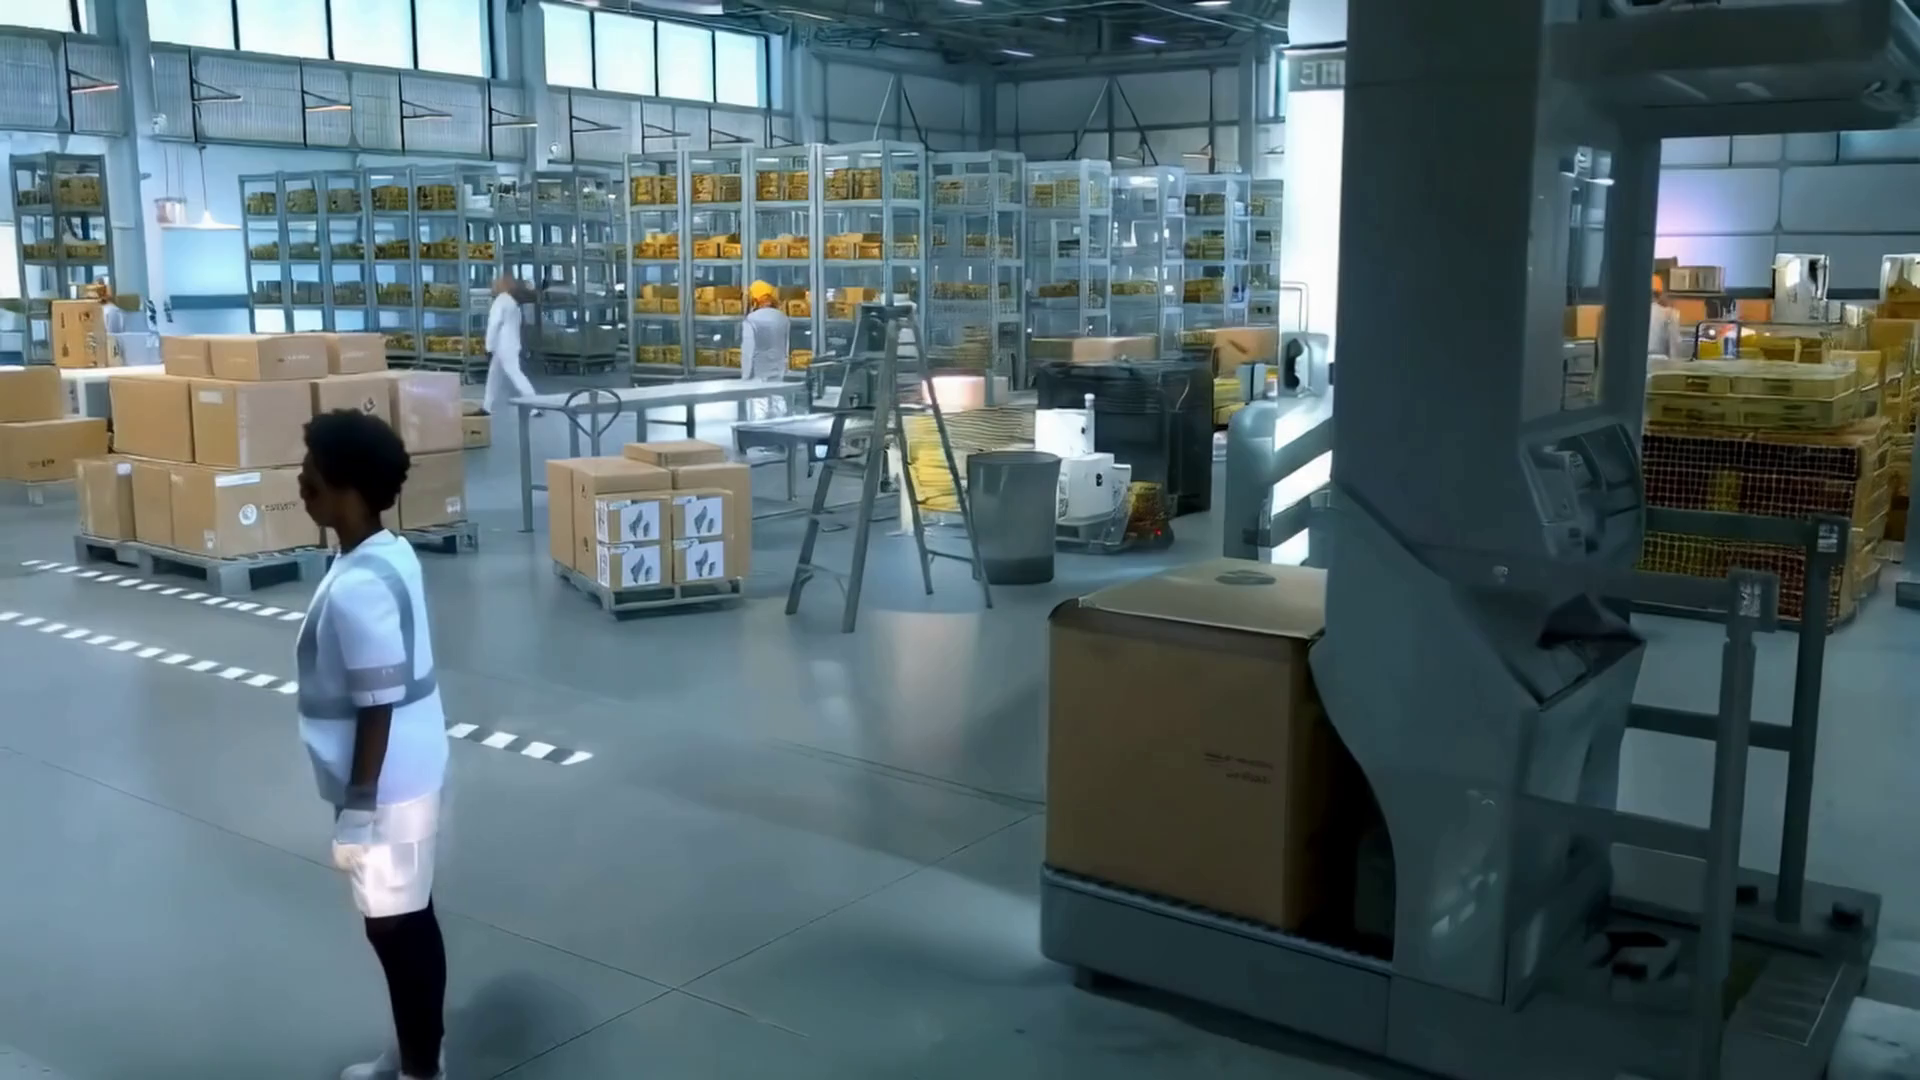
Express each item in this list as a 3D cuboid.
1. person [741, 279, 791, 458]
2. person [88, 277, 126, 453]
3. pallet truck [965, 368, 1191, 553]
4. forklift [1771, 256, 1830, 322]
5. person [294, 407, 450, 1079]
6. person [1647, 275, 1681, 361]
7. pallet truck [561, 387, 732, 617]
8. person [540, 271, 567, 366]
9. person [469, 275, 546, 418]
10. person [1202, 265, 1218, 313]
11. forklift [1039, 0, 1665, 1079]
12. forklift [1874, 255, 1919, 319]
[{"bbox_3d":[-1.988,-1.707,16.817,0.403,1.834,0.589,9,13,44],"label":"person"},{"bbox_3d":[-9.009,-1.853,17.650,0.388,1.848,0.564,-8,13,-41],"label":"person"},{"bbox_3d":[0.845,-0.609,11.869,1.630,1.274,0.653,7,12,35],"label":"pallet truck"},{"bbox_3d":[20.253,-5.854,40.139,1.157,1.987,2.680,7,12,35],"label":"forklift"},{"bbox_3d":[-1.335,0.547,3.802,0.320,1.698,0.531,-2,10,-13],"label":"person"},{"bbox_3d":[6.649,-1.609,16.092,0.632,1.880,0.999,6,11,33],"label":"person"},{"bbox_3d":[-1.981,-0.274,10.088,0.680,1.201,1.601,-5,11,-28],"label":"pallet truck"},{"bbox_3d":[-7.875,-4.265,32.067,0.595,1.828,0.403,3,10,16],"label":"person"},{"bbox_3d":[-5.827,-2.476,21.380,1.028,1.860,0.634,0,10,-2],"label":"person"},{"bbox_3d":[7.330,-7.117,48.557,0.622,1.993,0.382,9,13,42],"label":"person"},{"bbox_3d":[1.249,-0.137,4.360,1.873,2.768,1.129,7,12,35],"label":"forklift"},{"bbox_3d":[22.089,-5.634,38.796,1.157,1.987,2.680,6,11,33],"label":"forklift"}]
